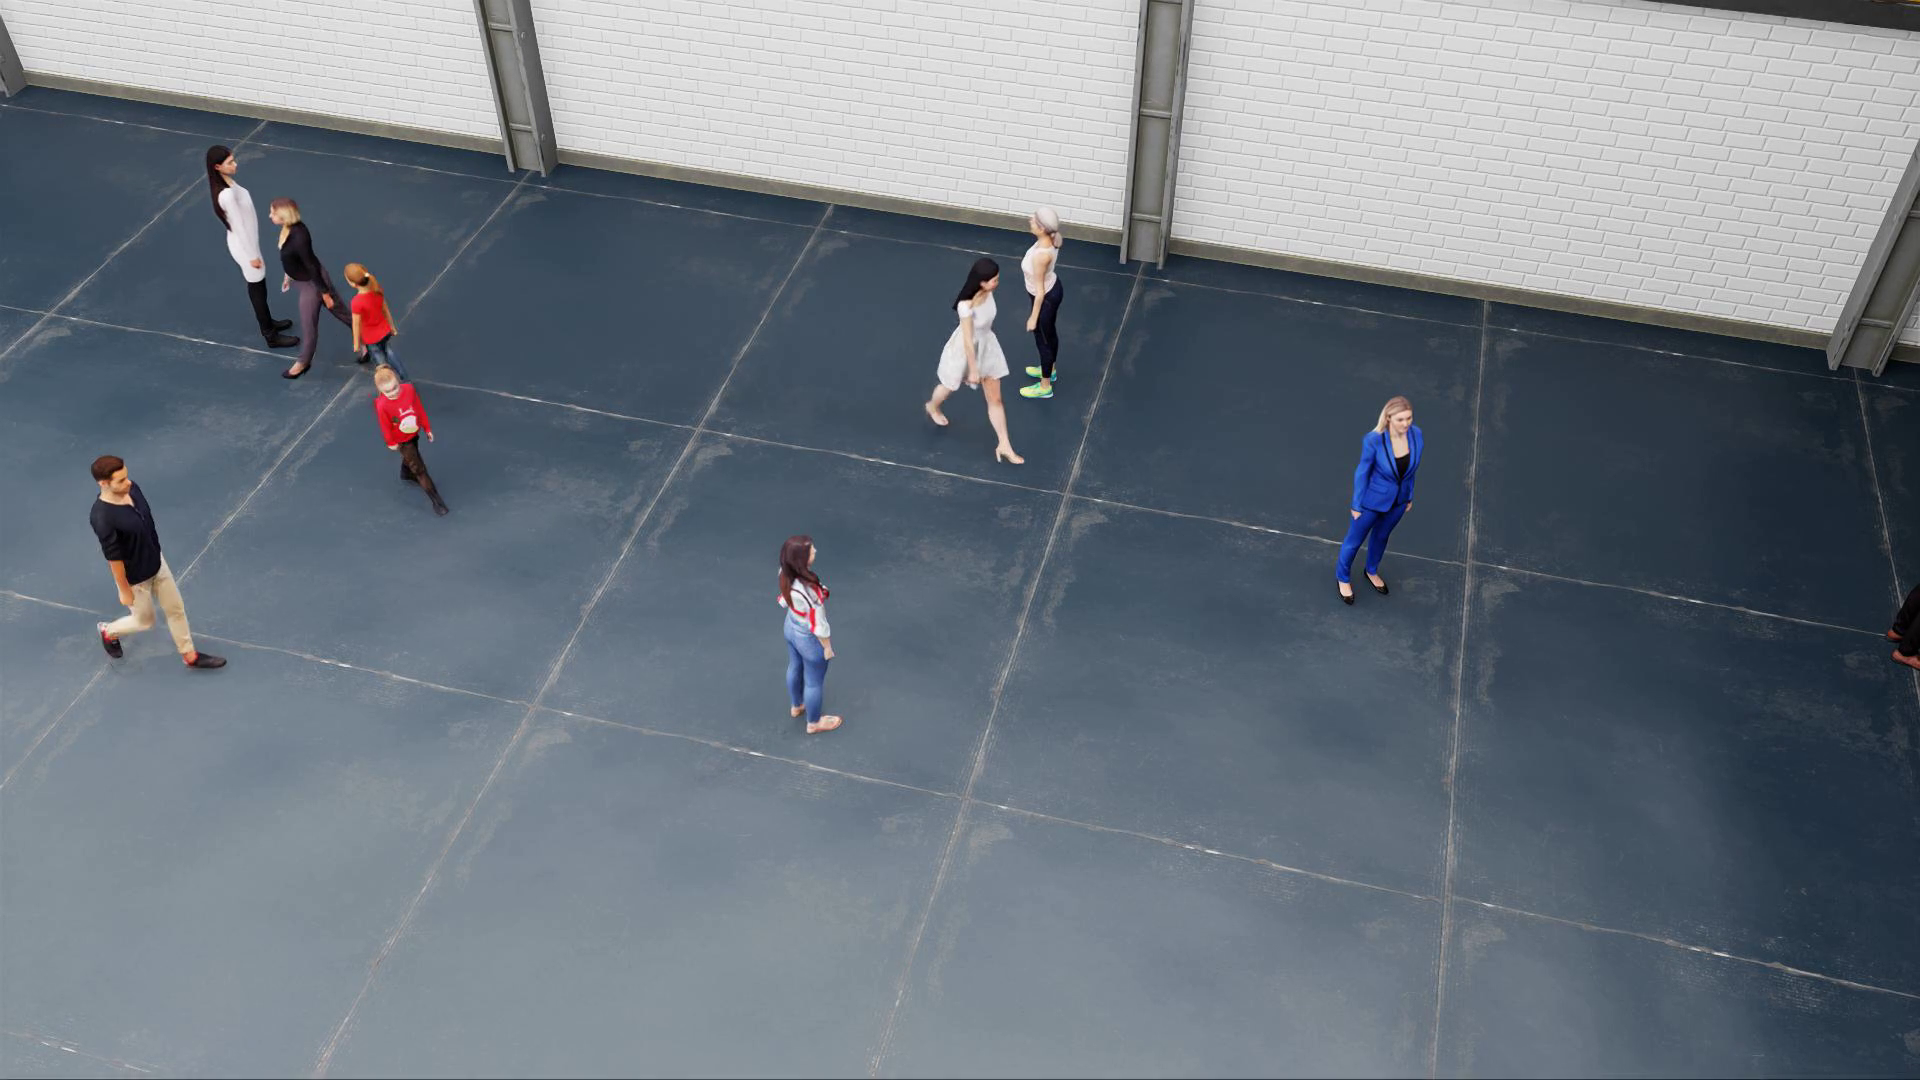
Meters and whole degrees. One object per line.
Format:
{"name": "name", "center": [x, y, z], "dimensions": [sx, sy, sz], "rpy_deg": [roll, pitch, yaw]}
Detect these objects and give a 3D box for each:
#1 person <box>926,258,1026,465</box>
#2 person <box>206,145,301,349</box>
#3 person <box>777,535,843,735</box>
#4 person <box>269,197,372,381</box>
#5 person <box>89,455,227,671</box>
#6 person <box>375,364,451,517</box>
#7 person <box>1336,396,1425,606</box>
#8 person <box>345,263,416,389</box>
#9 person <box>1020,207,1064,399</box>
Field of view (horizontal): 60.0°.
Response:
{"name": "person", "center": [0.006, -1.375, 12.529], "dimensions": [1.258, 1.711, 0.863], "rpy_deg": [24, 48, 23]}
{"name": "person", "center": [-5.805, -2.384, 13.517], "dimensions": [0.720, 1.807, 0.682], "rpy_deg": [-18, 46, -18]}
{"name": "person", "center": [-0.982, 0.585, 10.543], "dimensions": [0.726, 1.611, 0.641], "rpy_deg": [-27, 50, -25]}
{"name": "person", "center": [-5.045, -2.025, 13.270], "dimensions": [1.087, 1.630, 0.957], "rpy_deg": [-15, 46, -16]}
{"name": "person", "center": [-5.414, 0.179, 10.816], "dimensions": [1.094, 1.823, 0.776], "rpy_deg": [6, 44, 6]}
{"name": "person", "center": [-4.112, -0.813, 12.272], "dimensions": [0.917, 1.250, 0.650], "rpy_deg": [19, 47, 19]}
{"name": "person", "center": [2.874, -0.290, 11.397], "dimensions": [0.669, 1.701, 0.767], "rpy_deg": [-13, 45, -14]}
{"name": "person", "center": [-4.523, -1.594, 13.054], "dimensions": [0.547, 1.302, 0.518], "rpy_deg": [17, 46, 17]}
{"name": "person", "center": [0.671, -1.869, 13.054], "dimensions": [0.515, 1.702, 0.589], "rpy_deg": [11, 45, 11]}
